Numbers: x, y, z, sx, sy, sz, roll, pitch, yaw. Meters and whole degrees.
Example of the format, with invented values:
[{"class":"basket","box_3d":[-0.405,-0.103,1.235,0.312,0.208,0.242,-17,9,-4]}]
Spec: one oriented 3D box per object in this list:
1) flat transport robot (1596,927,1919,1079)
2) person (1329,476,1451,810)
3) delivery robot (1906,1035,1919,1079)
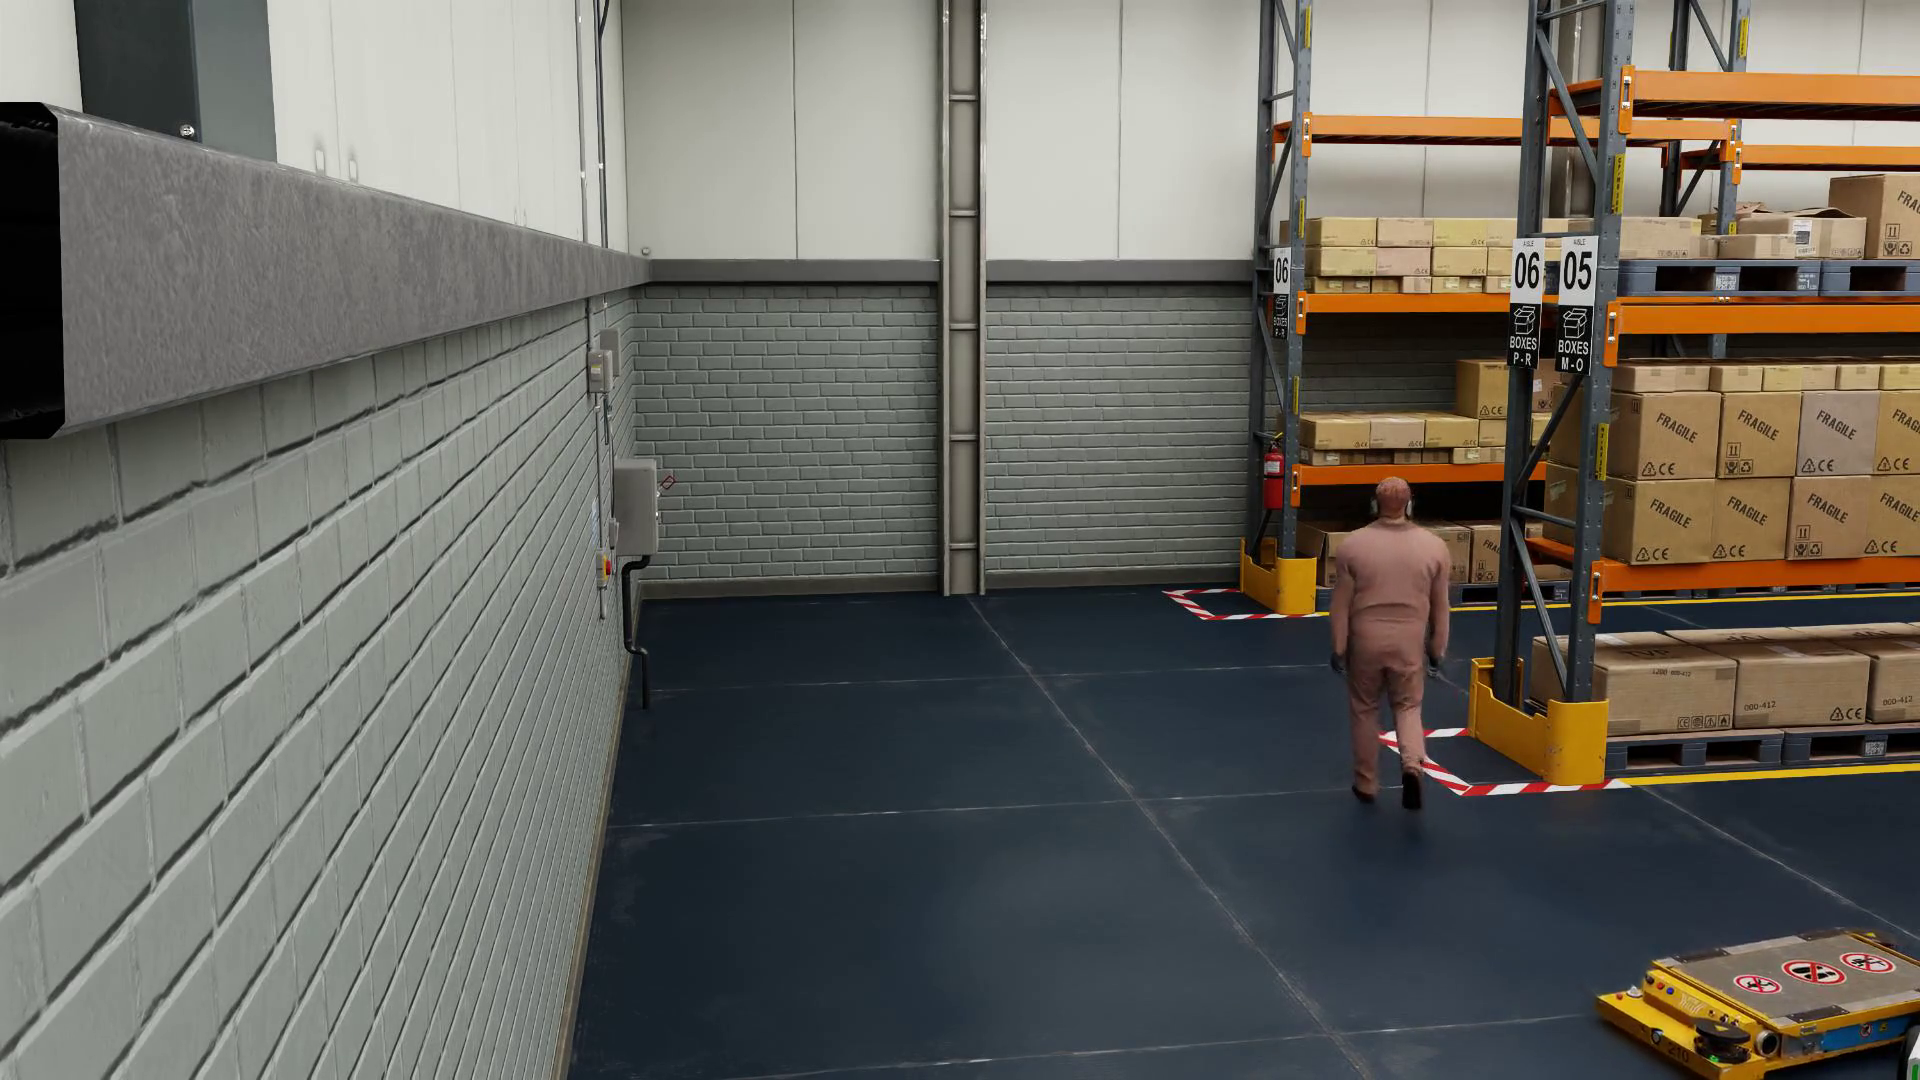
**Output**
[{"class":"flat transport robot","box_3d":[3.347,1.832,6.642,1.431,0.197,0.652,-3,10,-20]},{"class":"person","box_3d":[2.401,0.596,9.309,0.657,1.890,0.644,1,9,5]},{"class":"delivery robot","box_3d":[3.497,1.792,5.723,0.477,0.478,0.707,7,12,37]}]
